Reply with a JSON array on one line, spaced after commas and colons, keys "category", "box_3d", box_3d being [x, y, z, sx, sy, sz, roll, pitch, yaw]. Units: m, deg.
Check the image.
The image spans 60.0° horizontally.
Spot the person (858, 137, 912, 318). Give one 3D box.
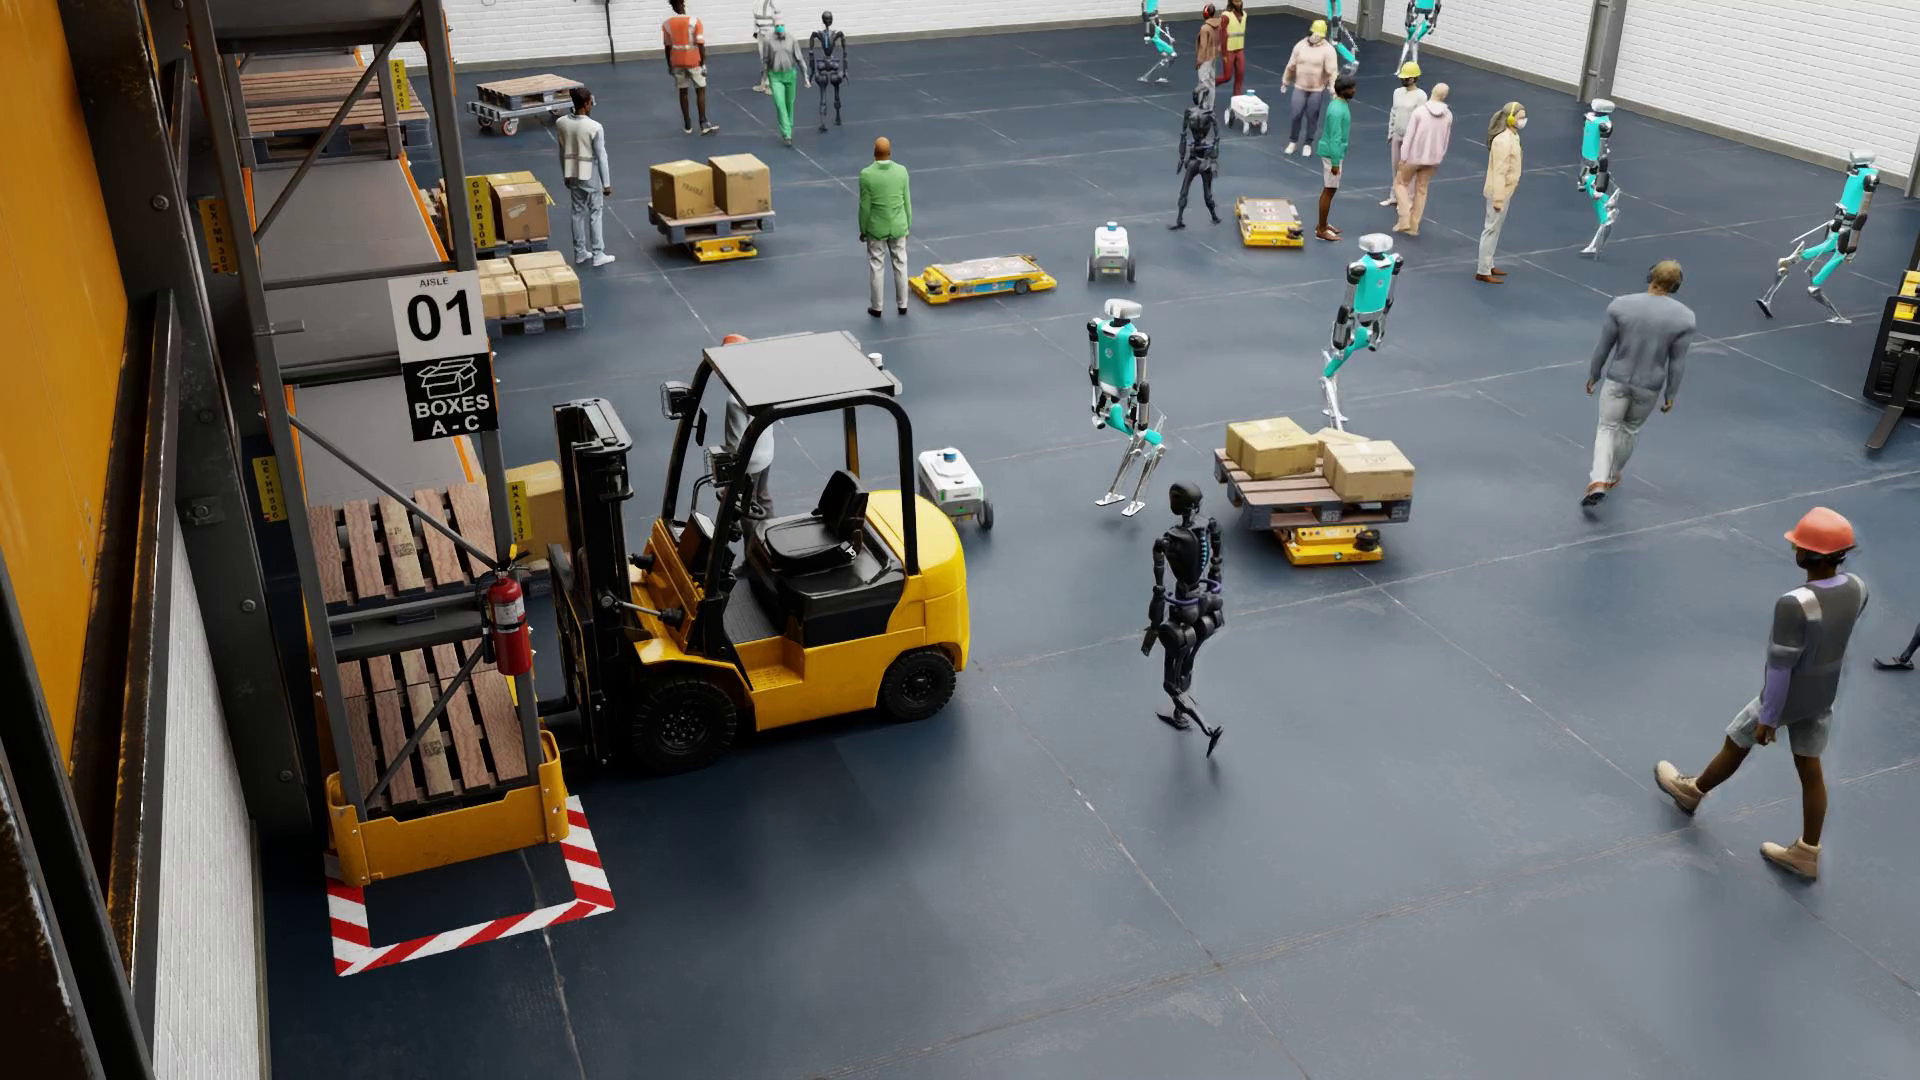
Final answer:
[{"category": "person", "box_3d": [-0.740, -3.080, 16.430, 0.537, 1.784, 0.386, -8, 28, -15]}]

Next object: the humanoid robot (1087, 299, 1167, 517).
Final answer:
[{"category": "humanoid robot", "box_3d": [1.297, -1.013, 12.218, 0.735, 1.677, 0.533, -23, 35, -38]}]

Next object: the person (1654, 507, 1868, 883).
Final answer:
[{"category": "person", "box_3d": [4.240, 0.731, 8.616, 0.636, 1.987, 1.026, -12, 29, -23]}]

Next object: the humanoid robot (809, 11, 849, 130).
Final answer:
[{"category": "humanoid robot", "box_3d": [-1.896, -6.720, 23.841, 0.602, 1.638, 0.754, 2, 27, 3]}]

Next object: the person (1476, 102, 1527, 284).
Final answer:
[{"category": "person", "box_3d": [5.663, -3.656, 17.473, 0.408, 1.876, 0.562, 12, 29, 22]}]

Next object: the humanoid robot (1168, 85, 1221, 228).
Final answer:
[{"category": "humanoid robot", "box_3d": [2.780, -4.409, 19.227, 0.637, 1.644, 0.615, -21, 33, -35]}]

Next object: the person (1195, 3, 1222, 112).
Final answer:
[{"category": "person", "box_3d": [3.640, -7.038, 24.444, 0.339, 1.651, 0.456, 17, 31, 31]}]

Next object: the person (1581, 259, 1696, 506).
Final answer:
[{"category": "person", "box_3d": [5.045, -1.135, 12.446, 0.671, 1.910, 0.829, 11, 29, 20]}]

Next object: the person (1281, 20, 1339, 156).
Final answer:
[{"category": "person", "box_3d": [4.691, -6.047, 22.281, 0.833, 1.823, 0.522, 12, 29, 22]}]

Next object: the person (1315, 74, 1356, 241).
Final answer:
[{"category": "person", "box_3d": [4.234, -4.339, 18.860, 0.381, 1.848, 0.508, 6, 27, 11]}]

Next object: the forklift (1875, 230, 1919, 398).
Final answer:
[{"category": "forklift", "box_3d": [9.029, -2.397, 14.618, 1.214, 2.155, 2.313, 18, 32, 32]}]

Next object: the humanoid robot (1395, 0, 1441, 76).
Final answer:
[{"category": "humanoid robot", "box_3d": [7.499, -8.470, 27.211, 0.585, 1.786, 0.818, 1, 27, 2]}]

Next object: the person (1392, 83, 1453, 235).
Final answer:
[{"category": "person", "box_3d": [5.250, -4.310, 18.904, 0.549, 1.751, 0.469, -5, 27, -9]}]

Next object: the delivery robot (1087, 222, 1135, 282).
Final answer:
[{"category": "delivery robot", "box_3d": [1.621, -3.098, 17.832, 0.499, 0.595, 0.797, 1, 27, 3]}]

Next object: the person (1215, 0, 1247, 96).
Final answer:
[{"category": "person", "box_3d": [4.045, -7.325, 24.912, 0.475, 1.751, 0.658, -16, 31, -29]}]

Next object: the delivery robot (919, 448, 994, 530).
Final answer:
[{"category": "delivery robot", "box_3d": [-0.069, -0.379, 12.444, 0.499, 0.614, 0.815, -7, 28, -13]}]

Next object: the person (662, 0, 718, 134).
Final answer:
[{"category": "person", "box_3d": [-3.867, -6.756, 23.595, 0.698, 1.914, 0.467, 5, 27, 10]}]

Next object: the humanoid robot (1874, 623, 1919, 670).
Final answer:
[{"category": "humanoid robot", "box_3d": [6.246, 0.069, 10.332, 0.785, 1.622, 0.589, 1, 27, 2]}]

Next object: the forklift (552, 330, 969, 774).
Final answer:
[{"category": "forklift", "box_3d": [-1.094, 0.010, 9.831, 2.313, 2.155, 1.214, -10, 28, -20]}]

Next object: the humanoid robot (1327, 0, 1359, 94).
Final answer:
[{"category": "humanoid robot", "box_3d": [6.076, -7.900, 26.099, 0.799, 1.795, 0.530, 3, 27, 7]}]

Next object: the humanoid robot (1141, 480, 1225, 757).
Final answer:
[{"category": "humanoid robot", "box_3d": [1.374, 0.440, 9.554, 0.609, 1.632, 0.591, -21, 33, -35]}]

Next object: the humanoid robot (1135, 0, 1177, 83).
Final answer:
[{"category": "humanoid robot", "box_3d": [3.192, -8.086, 26.430, 0.899, 1.739, 0.535, 12, 29, 23]}]

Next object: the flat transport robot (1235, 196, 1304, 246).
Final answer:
[{"category": "flat transport robot", "box_3d": [3.592, -3.712, 19.371, 0.659, 0.231, 1.431, 2, 27, 3]}]

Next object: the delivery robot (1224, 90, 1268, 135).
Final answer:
[{"category": "delivery robot", "box_3d": [4.159, -6.179, 23.952, 0.499, 0.588, 0.774, -5, 27, -10]}]

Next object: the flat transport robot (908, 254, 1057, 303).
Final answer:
[{"category": "flat transport robot", "box_3d": [0.232, -2.739, 17.436, 1.431, 0.231, 0.659, -10, 28, -19]}]

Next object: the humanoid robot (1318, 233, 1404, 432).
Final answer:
[{"category": "humanoid robot", "box_3d": [3.194, -1.735, 13.801, 0.533, 1.760, 0.795, -14, 30, -26]}]

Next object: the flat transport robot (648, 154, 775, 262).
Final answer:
[{"category": "flat transport robot", "box_3d": [-2.817, -3.452, 18.854, 0.659, 0.231, 1.431, -11, 29, -21]}]

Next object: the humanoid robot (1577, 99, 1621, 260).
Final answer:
[{"category": "humanoid robot", "box_3d": [7.049, -3.845, 18.130, 0.719, 1.905, 0.545, -2, 27, -5]}]

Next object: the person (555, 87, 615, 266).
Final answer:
[{"category": "person", "box_3d": [-4.041, -3.908, 17.942, 0.595, 1.908, 0.408, 11, 29, 21]}]

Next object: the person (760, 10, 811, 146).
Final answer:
[{"category": "person", "box_3d": [-2.397, -6.372, 22.935, 0.654, 1.809, 0.812, -8, 28, -16]}]

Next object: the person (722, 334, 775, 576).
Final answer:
[{"category": "person", "box_3d": [-1.481, -0.588, 11.516, 0.352, 1.742, 0.572, 8, 28, 15]}]

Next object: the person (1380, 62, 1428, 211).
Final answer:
[{"category": "person", "box_3d": [5.336, -4.847, 19.972, 0.334, 1.756, 0.516, -17, 31, -30]}]

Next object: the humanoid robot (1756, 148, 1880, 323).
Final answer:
[{"category": "humanoid robot", "box_3d": [8.356, -2.936, 16.257, 1.047, 1.783, 0.530, 2, 27, 5]}]

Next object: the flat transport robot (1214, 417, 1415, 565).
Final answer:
[{"category": "flat transport robot", "box_3d": [2.596, -0.224, 12.433, 0.659, 0.231, 1.431, -3, 27, -6]}]

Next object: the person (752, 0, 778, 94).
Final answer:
[{"category": "person", "box_3d": [-3.043, -7.958, 26.019, 0.358, 1.885, 0.572, -20, 33, -35]}]
